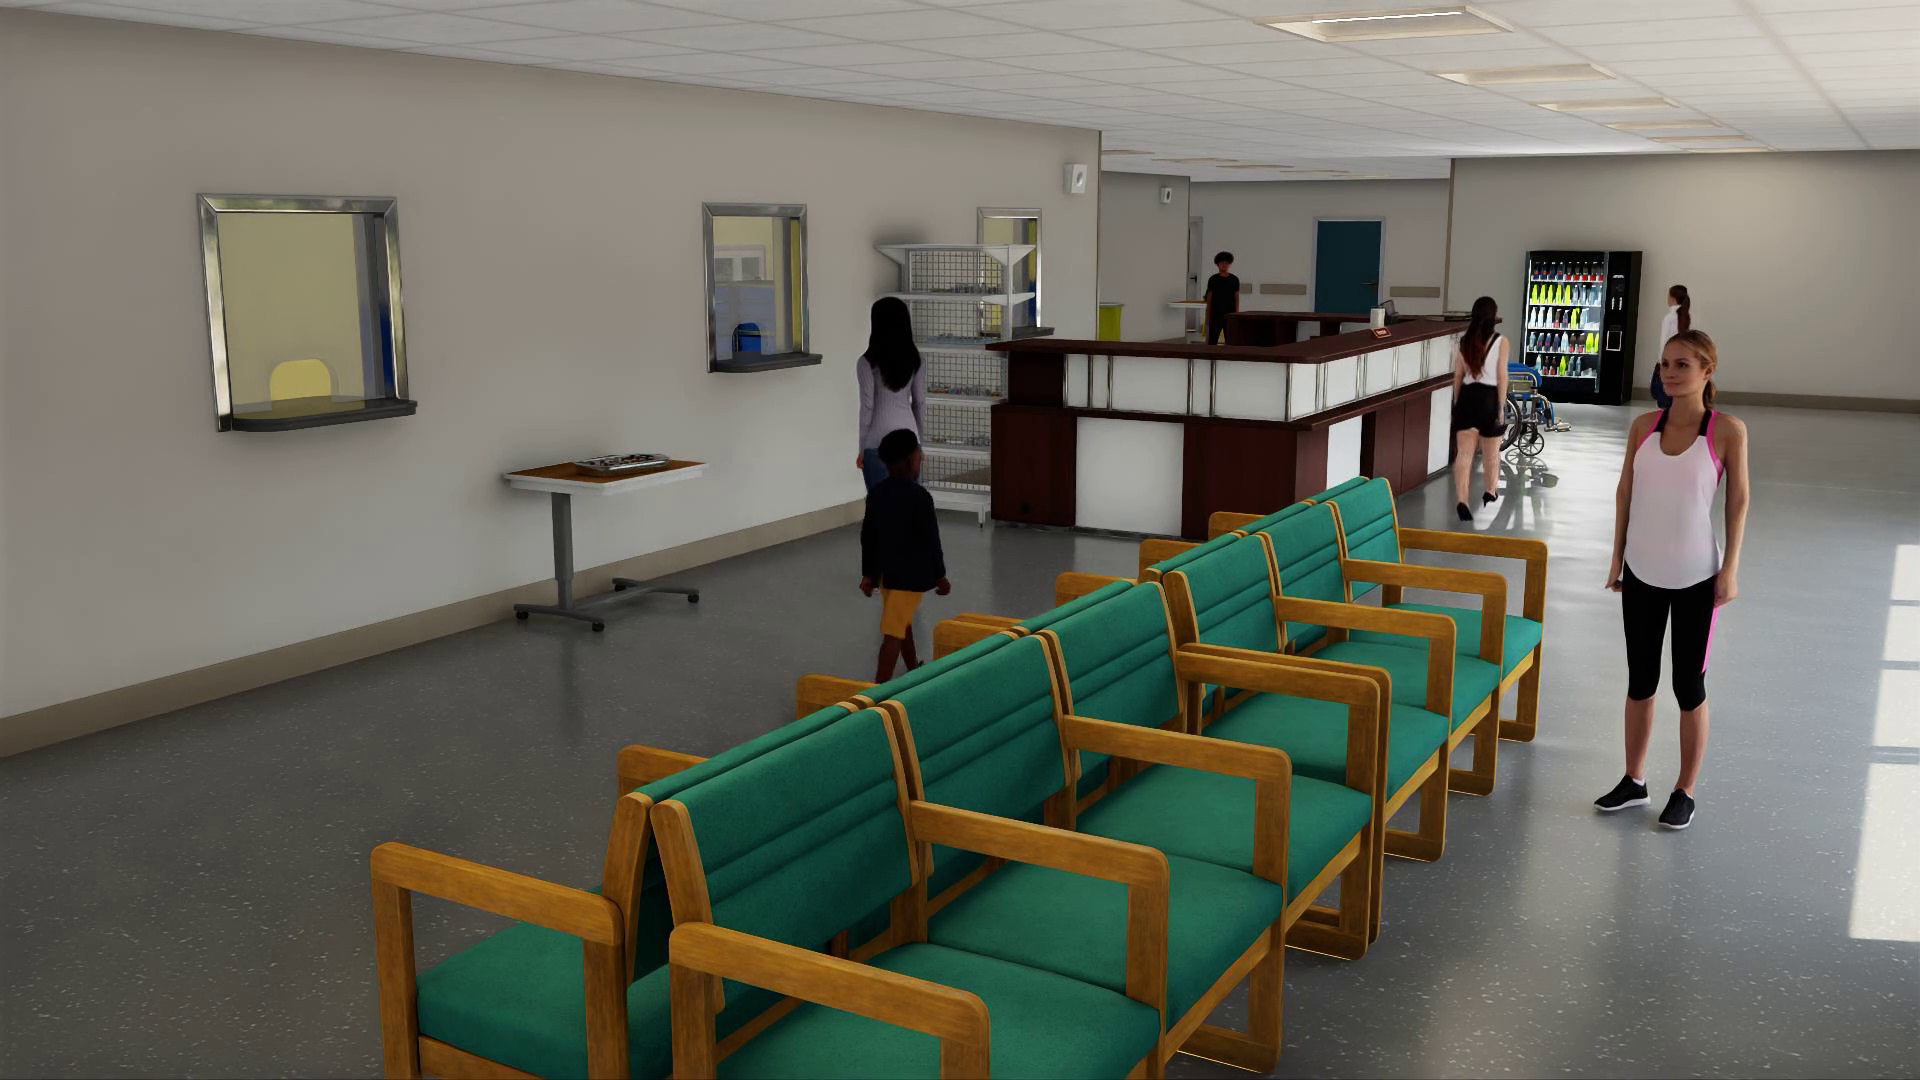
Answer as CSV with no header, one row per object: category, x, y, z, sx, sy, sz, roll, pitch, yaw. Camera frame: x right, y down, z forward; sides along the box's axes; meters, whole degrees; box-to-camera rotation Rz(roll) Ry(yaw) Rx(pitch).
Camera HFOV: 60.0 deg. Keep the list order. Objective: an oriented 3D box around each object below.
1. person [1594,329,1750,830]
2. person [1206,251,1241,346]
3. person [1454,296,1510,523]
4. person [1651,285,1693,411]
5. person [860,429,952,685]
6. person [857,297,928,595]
person,2.574,0.139,5.993,0.730,1.787,0.560,-10,15,-42
person,3.761,-3.237,23.793,0.633,1.783,0.766,1,11,8
person,3.699,-0.890,11.943,1.050,1.590,0.631,7,13,32
person,7.252,-1.786,16.786,0.733,1.545,0.808,-4,11,-20
person,-0.309,0.156,7.352,0.763,1.248,0.661,10,14,41
person,-0.396,-0.559,9.797,0.688,1.741,0.695,-6,12,-29
